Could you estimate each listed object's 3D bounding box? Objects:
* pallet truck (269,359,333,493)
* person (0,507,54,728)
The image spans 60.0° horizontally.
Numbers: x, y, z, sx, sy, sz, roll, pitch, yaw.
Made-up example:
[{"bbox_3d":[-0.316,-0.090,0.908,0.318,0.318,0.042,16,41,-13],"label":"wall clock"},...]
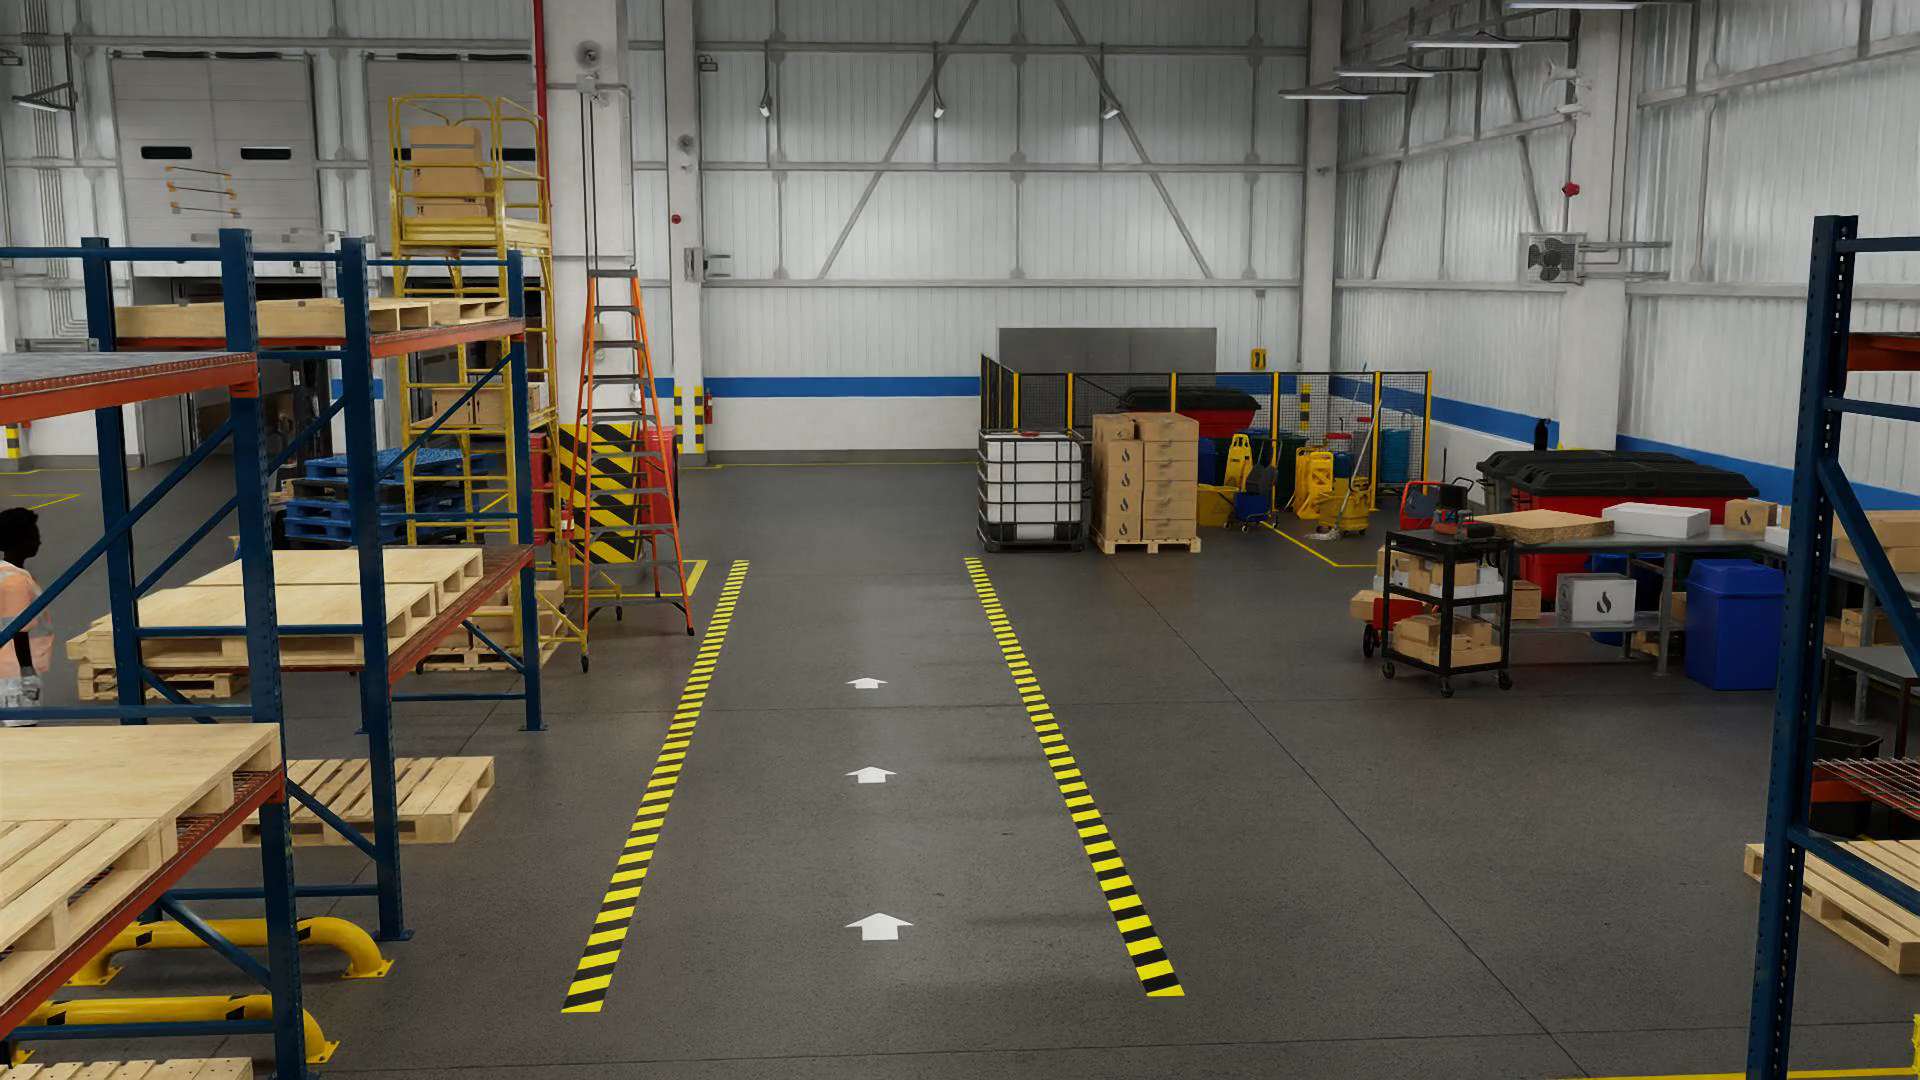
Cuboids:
[{"bbox_3d":[-7.062,-1.131,18.996,1.885,1.965,0.823,2,9,13],"label":"pallet truck"},{"bbox_3d":[-4.886,0.670,8.661,0.321,1.689,0.530,-5,10,-29],"label":"person"}]
